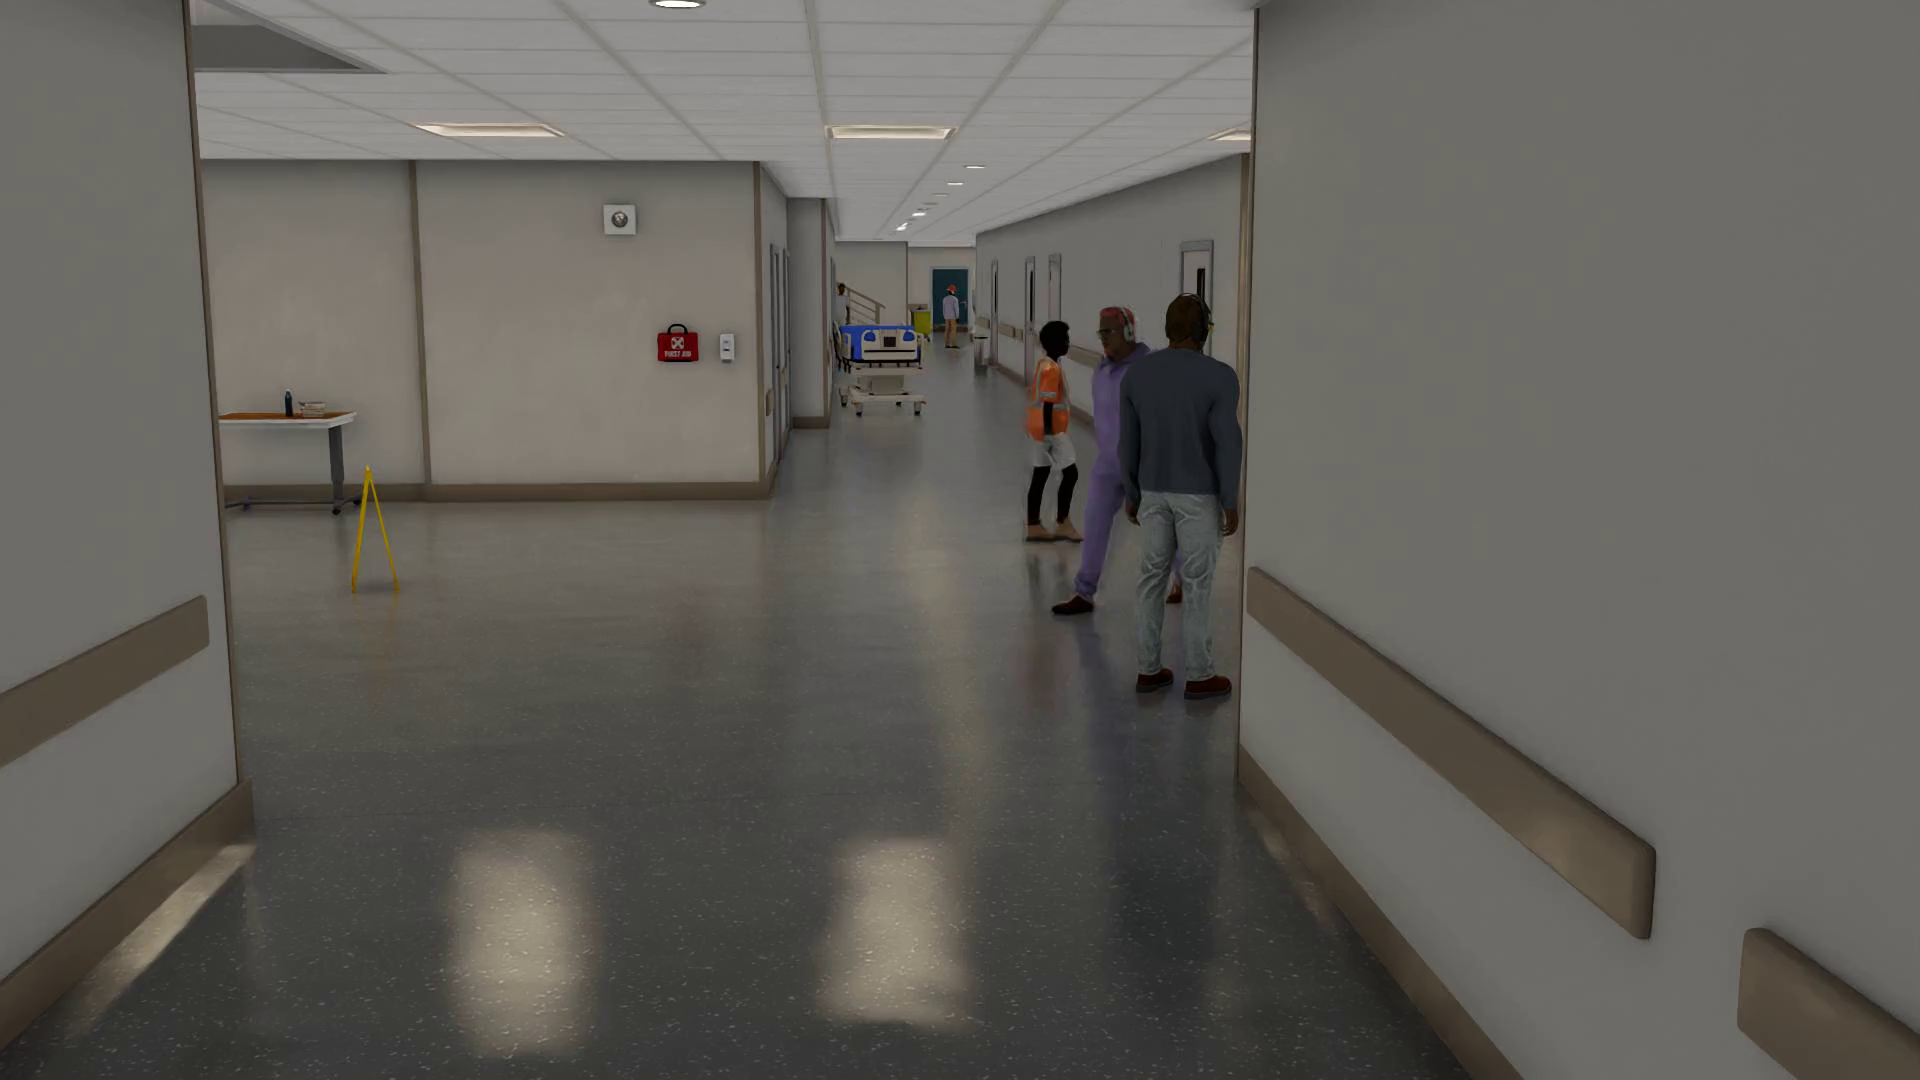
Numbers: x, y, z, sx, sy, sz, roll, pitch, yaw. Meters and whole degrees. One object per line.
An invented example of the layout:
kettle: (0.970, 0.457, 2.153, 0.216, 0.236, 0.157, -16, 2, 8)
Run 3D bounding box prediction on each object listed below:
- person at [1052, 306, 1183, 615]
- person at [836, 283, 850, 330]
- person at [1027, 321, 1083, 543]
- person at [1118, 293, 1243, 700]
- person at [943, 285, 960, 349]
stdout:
person: (1.052, -0.487, 10.055, 1.043, 1.850, 0.637, -8, 12, -42)
person: (-3.169, -5.866, 43.950, 0.513, 1.838, 0.892, 0, 9, -3)
person: (0.769, -0.807, 12.527, 0.591, 1.675, 0.557, 0, 9, -3)
person: (1.056, -0.207, 7.975, 0.635, 1.937, 0.353, 7, 11, 36)
person: (-0.226, -6.156, 45.905, 0.565, 1.751, 0.330, 8, 12, 42)
